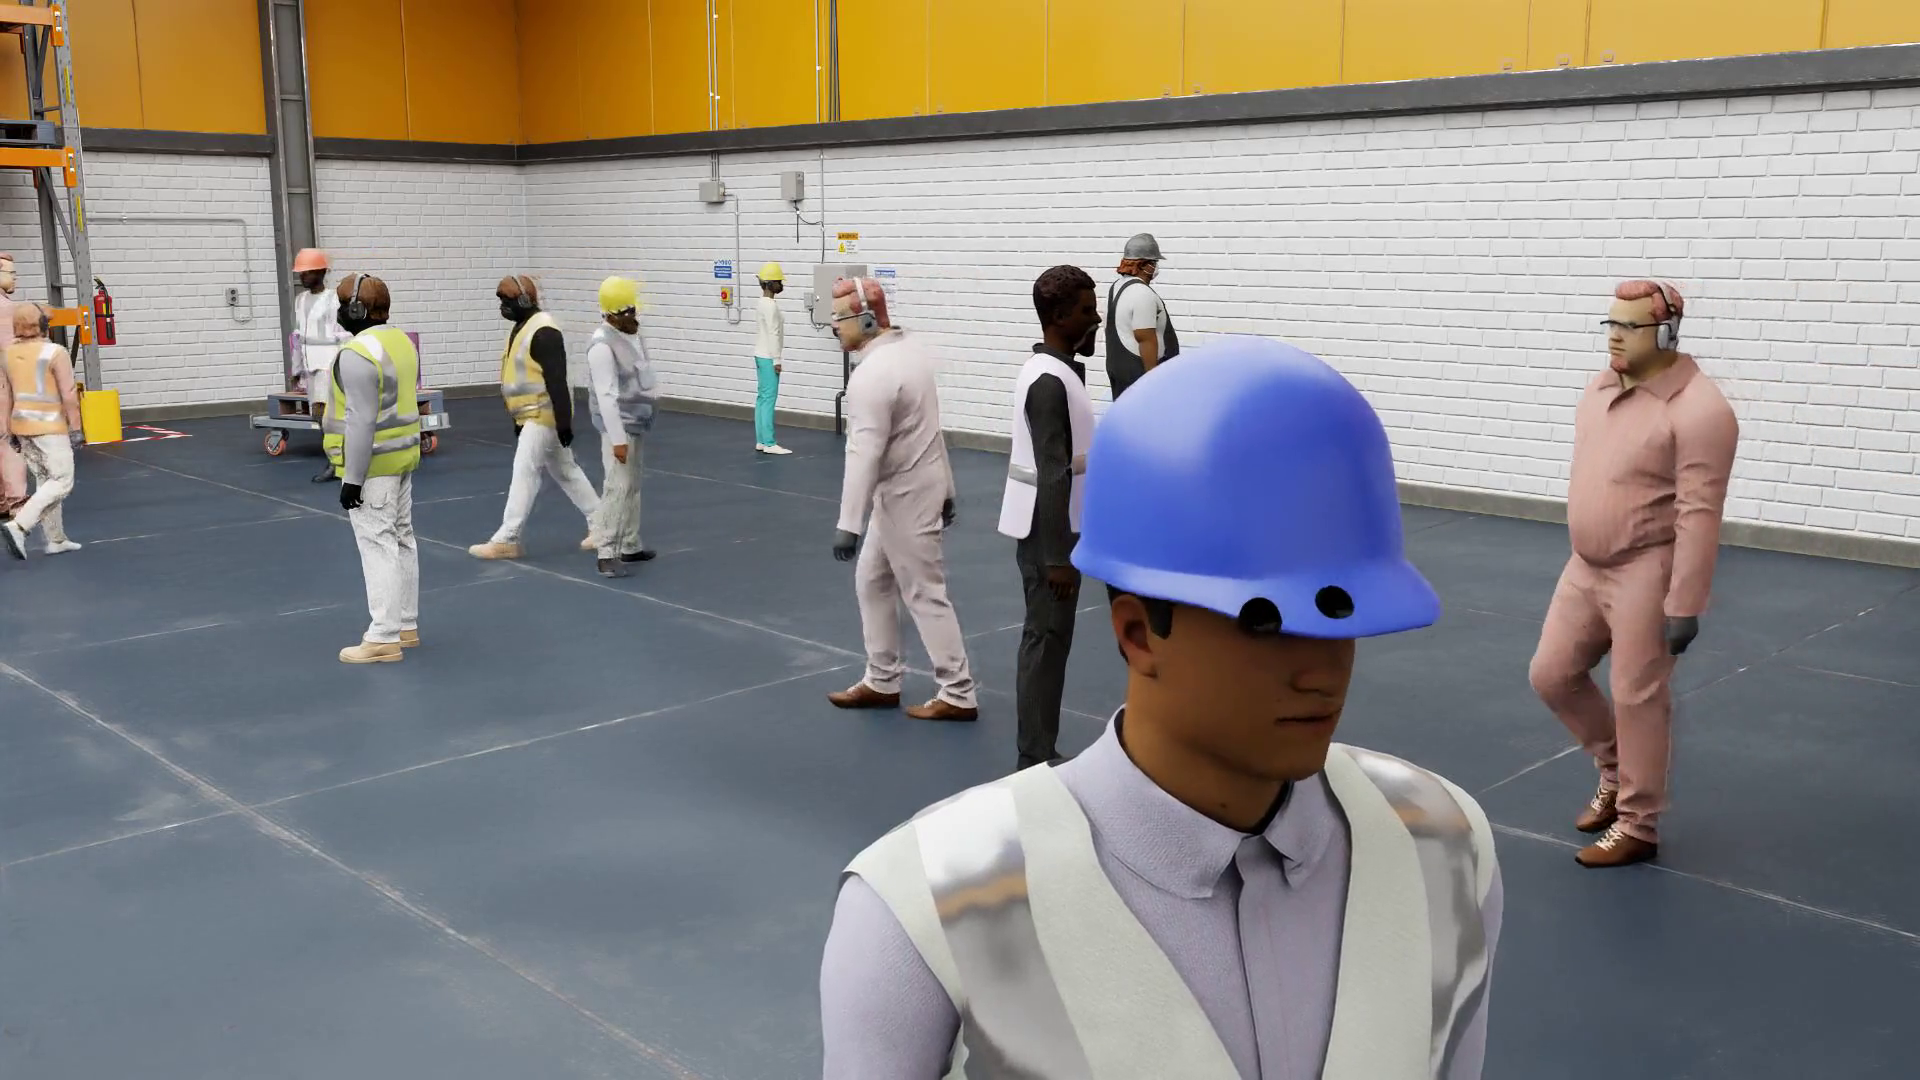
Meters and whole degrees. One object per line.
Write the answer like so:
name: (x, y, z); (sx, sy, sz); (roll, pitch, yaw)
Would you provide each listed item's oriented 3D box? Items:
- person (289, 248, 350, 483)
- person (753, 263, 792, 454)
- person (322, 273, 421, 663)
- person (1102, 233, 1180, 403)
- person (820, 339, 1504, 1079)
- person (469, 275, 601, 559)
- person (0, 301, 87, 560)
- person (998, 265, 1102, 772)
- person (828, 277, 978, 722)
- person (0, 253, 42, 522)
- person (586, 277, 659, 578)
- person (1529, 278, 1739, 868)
person: (-5.213, -1.405, 13.549); (0.555, 1.919, 0.415); (8, 13, 36)
person: (-1.752, -1.680, 15.452); (0.318, 1.769, 0.522); (-3, 11, -18)
person: (-2.804, -0.340, 7.943); (0.429, 1.844, 0.626); (0, 10, 1)
person: (1.350, -1.232, 12.263); (0.538, 2.000, 0.687); (-3, 11, -17)
person: (0.181, 0.813, 1.366); (0.614, 1.946, 0.392); (-4, 11, -23)
person: (-2.630, -0.778, 10.539); (0.954, 1.787, 0.632); (-5, 11, -24)
person: (-5.759, -0.667, 10.331); (0.524, 1.615, 0.622); (4, 11, 19)
person: (0.331, -0.008, 5.925); (0.393, 1.919, 0.589); (0, 10, 1)
person: (-0.278, -0.144, 6.850); (0.772, 1.849, 0.668); (2, 11, 8)
person: (-6.740, -1.069, 11.754); (0.641, 1.904, 0.401); (8, 13, 37)
person: (-2.004, -0.685, 10.002); (0.407, 1.784, 0.681); (1, 10, 7)
person: (2.118, 0.117, 5.307); (0.429, 1.888, 0.678); (-3, 11, -15)
